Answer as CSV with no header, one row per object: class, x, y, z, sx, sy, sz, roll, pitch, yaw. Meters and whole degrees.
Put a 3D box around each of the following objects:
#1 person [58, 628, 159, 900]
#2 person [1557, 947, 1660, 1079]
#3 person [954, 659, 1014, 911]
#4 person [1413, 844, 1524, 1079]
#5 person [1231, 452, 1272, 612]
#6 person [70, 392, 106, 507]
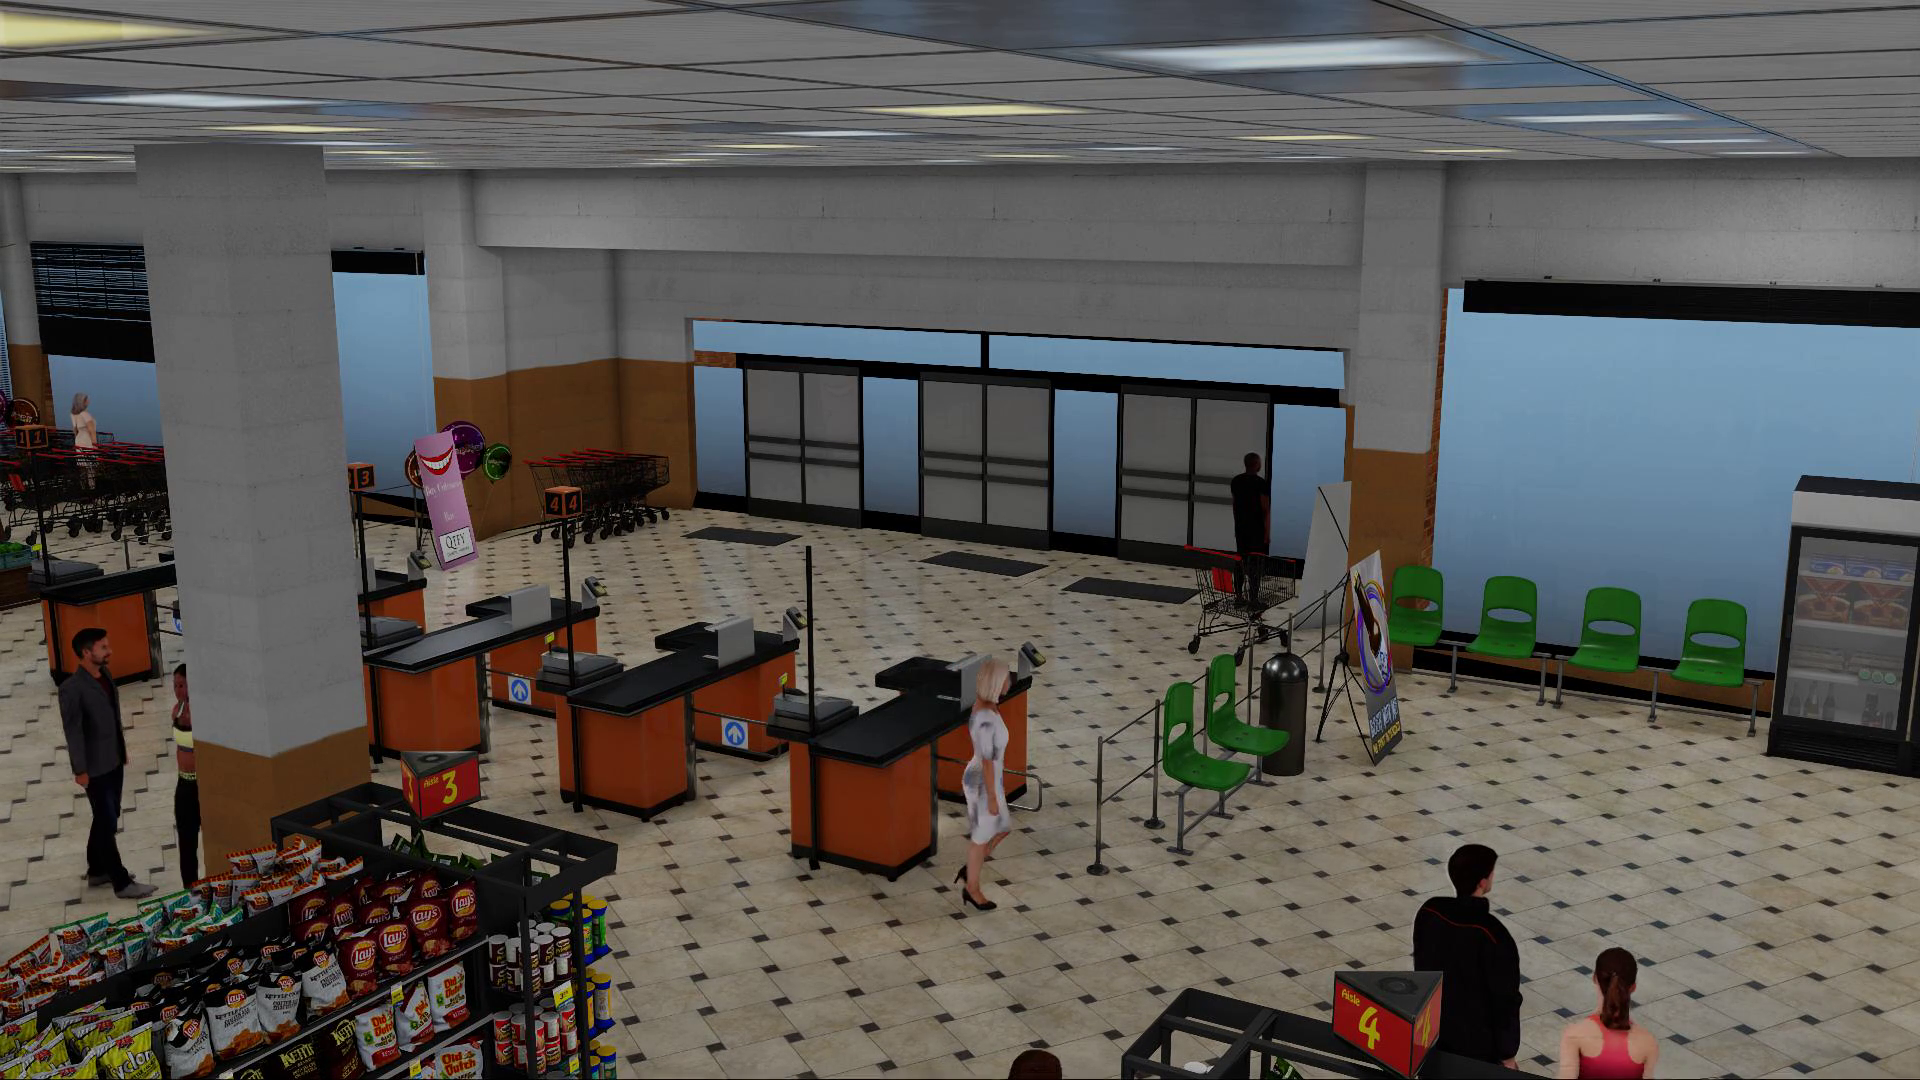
person,-5.876,1.500,11.287,0.957,1.871,0.906,-1,12,-3
person,2.575,2.540,6.709,0.706,1.721,0.993,3,12,15
person,0.084,1.689,11.008,0.769,1.616,0.682,1,12,3
person,2.308,2.277,7.676,0.746,1.839,0.802,-8,14,-34
person,3.320,-0.106,19.035,0.664,1.820,0.725,-11,16,-43
person,-13.300,-1.385,25.313,0.593,1.736,0.537,6,13,27
